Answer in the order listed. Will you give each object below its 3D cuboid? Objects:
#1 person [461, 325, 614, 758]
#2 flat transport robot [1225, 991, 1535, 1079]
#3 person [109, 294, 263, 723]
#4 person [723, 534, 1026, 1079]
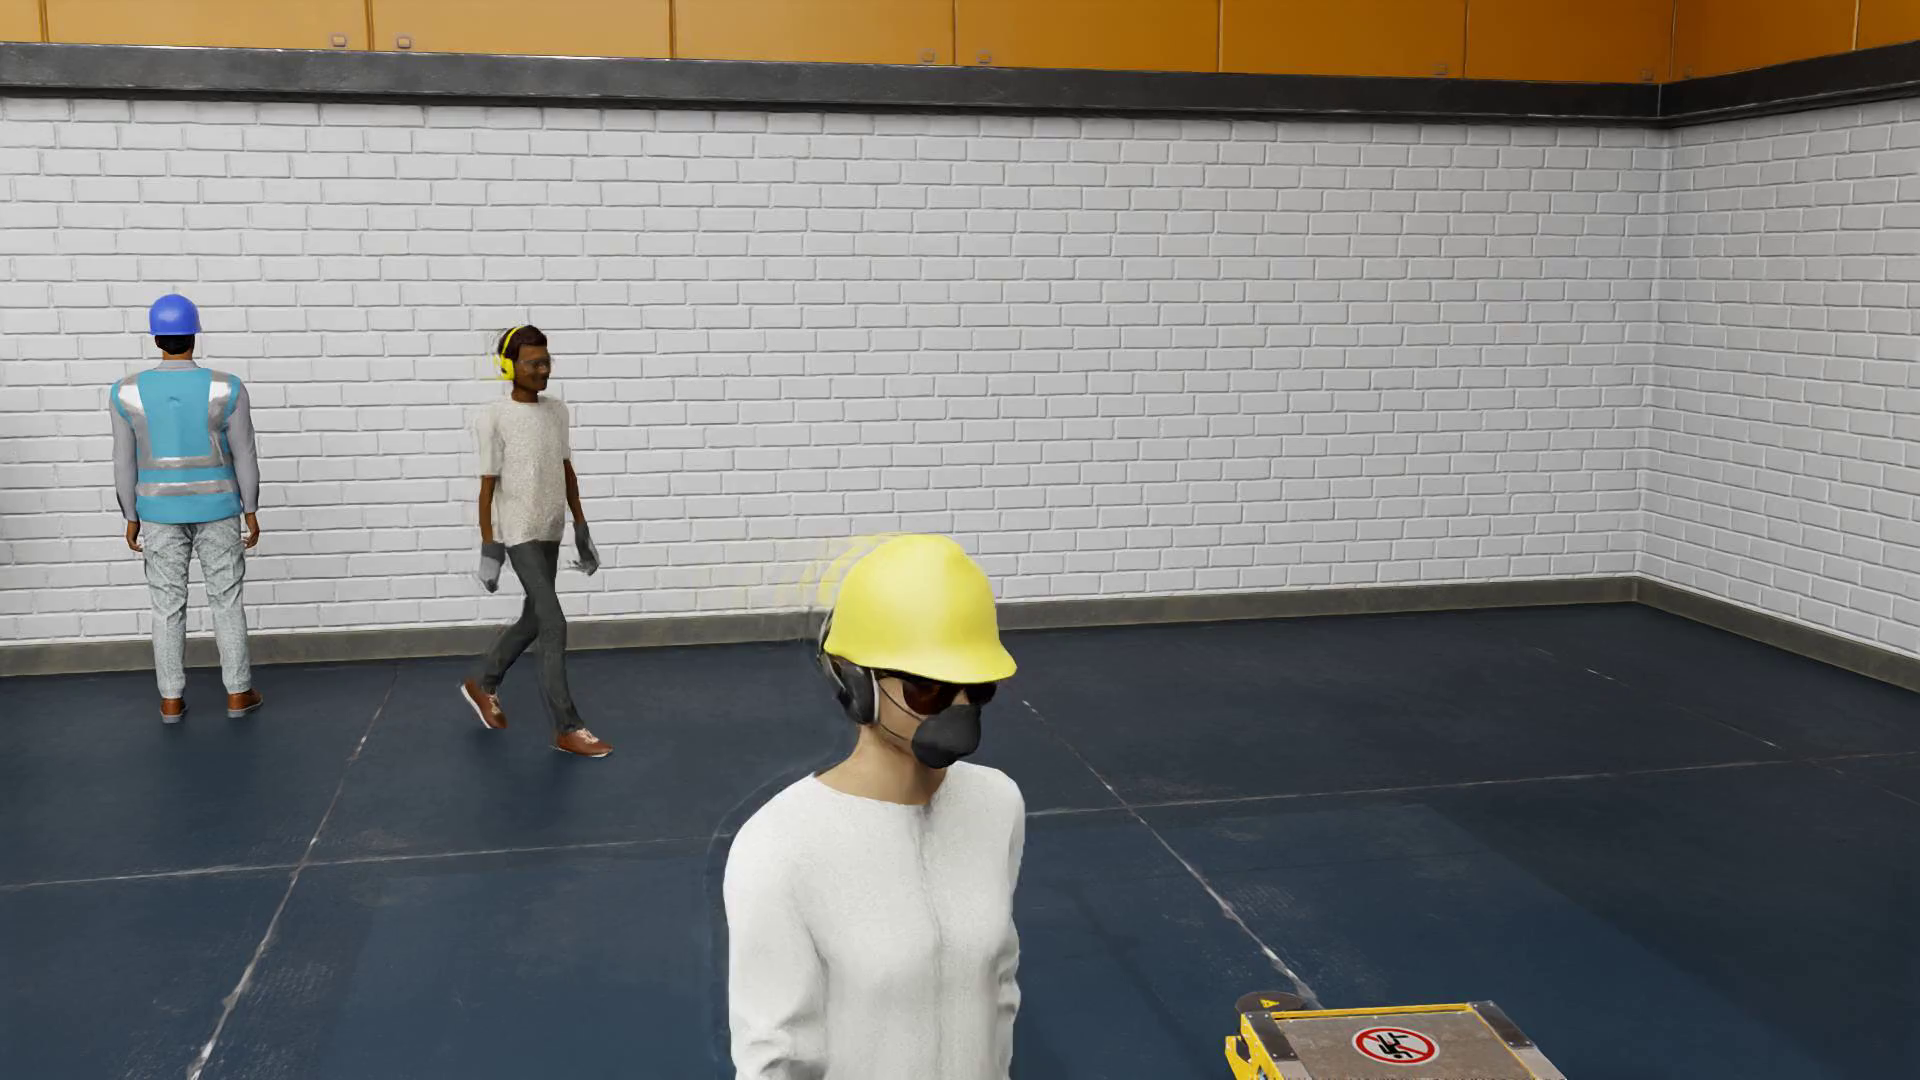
[{"bbox_3d":[-1.886,-0.014,7.188,0.899,1.842,0.512,5,10,26],"label":"person"},{"bbox_3d":[1.080,1.352,3.610,0.652,0.197,1.431,-1,9,-6],"label":"flat transport robot"},{"bbox_3d":[-3.507,-0.136,7.581,0.605,1.951,0.384,-3,10,-17],"label":"person"},{"bbox_3d":[-0.140,0.838,2.265,0.526,1.743,0.735,-8,12,-41],"label":"person"}]
